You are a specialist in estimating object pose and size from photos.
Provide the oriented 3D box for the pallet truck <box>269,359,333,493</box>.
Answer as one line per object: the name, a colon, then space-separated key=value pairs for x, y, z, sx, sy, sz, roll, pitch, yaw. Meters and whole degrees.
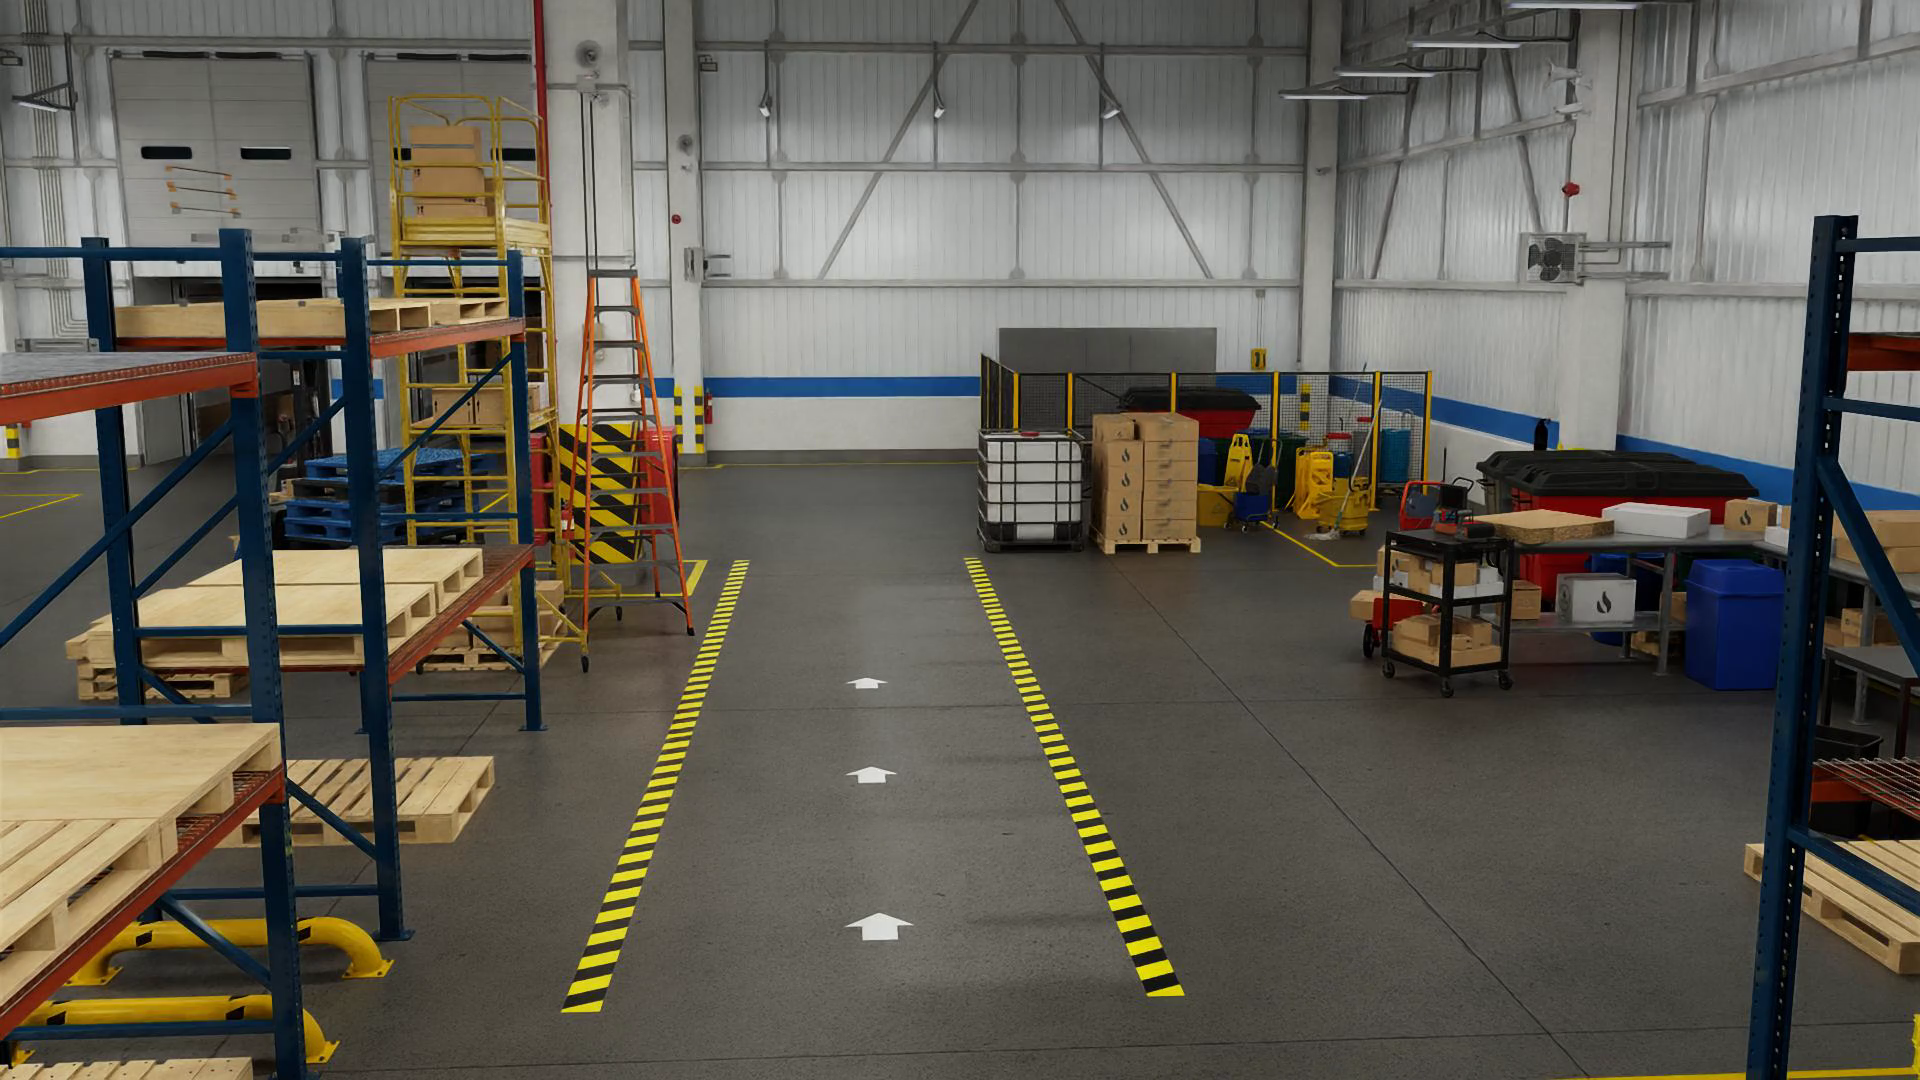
pallet truck: x=-7.062 y=-1.131 z=18.996 sx=1.885 sy=1.965 sz=0.823 roll=2 pitch=9 yaw=13
